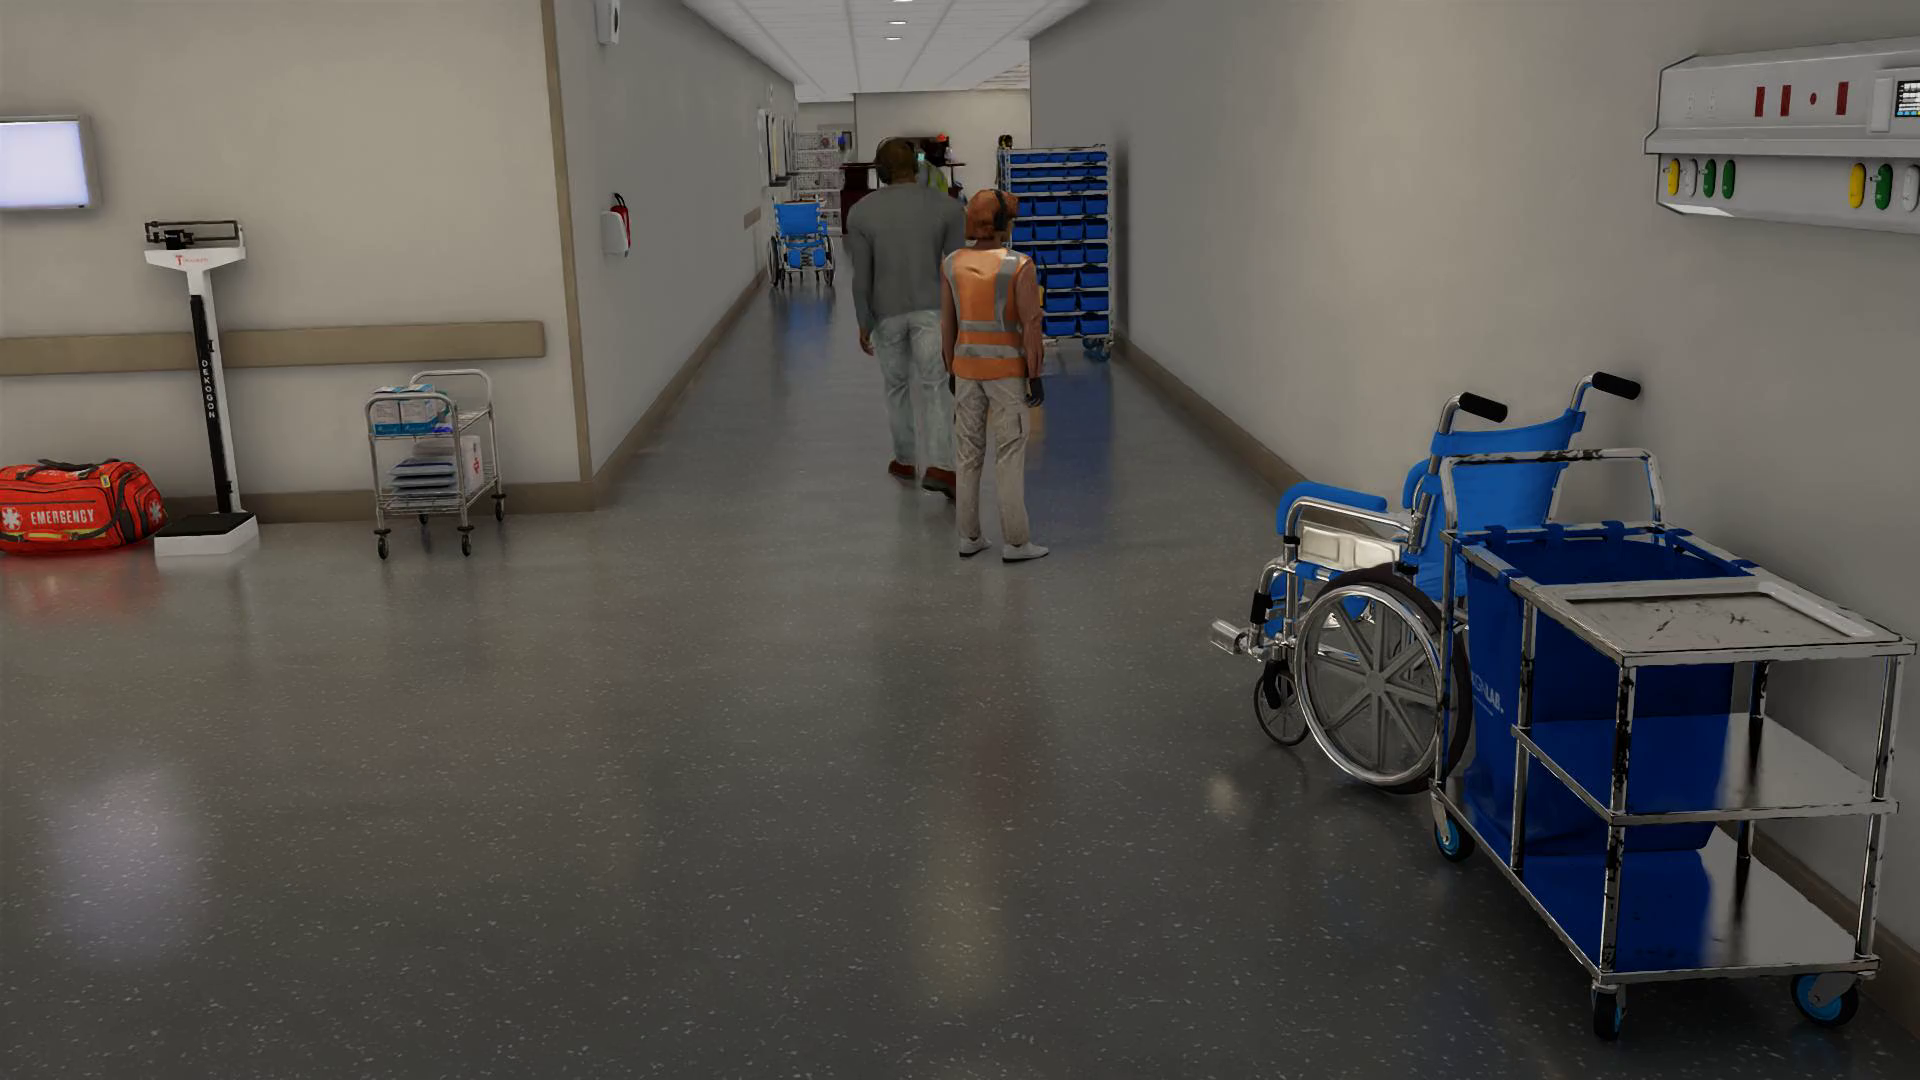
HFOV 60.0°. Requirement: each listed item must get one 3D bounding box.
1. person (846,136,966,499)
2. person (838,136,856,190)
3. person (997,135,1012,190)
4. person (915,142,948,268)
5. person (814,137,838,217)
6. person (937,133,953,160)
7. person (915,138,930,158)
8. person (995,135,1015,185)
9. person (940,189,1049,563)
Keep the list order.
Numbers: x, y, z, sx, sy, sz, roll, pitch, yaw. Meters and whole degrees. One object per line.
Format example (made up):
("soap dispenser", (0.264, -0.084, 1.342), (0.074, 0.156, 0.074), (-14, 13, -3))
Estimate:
("person", (-0.258, -1.175, 8.811), (0.675, 1.887, 0.976), (-1, 14, 3))
("person", (-2.844, -9.049, 41.388), (0.678, 1.933, 0.408), (0, 14, 8))
("person", (0.888, -6.911, 32.271), (0.339, 1.857, 0.516), (5, 15, 25))
("person", (-0.316, -3.590, 18.884), (0.431, 1.810, 0.695), (5, 15, 24))
("person", (-3.236, -8.805, 40.431), (0.636, 1.911, 0.405), (-7, 15, -22))
("person", (-0.416, -8.925, 40.551), (0.545, 1.929, 0.390), (5, 15, 27))
("person", (-0.755, -8.190, 37.754), (0.429, 1.844, 0.627), (4, 15, 23))
("person", (1.016, -8.229, 37.704), (0.505, 1.839, 0.344), (-11, 16, -32))
("person", (0.146, -0.716, 7.355), (0.521, 1.636, 0.311), (9, 17, 36))
